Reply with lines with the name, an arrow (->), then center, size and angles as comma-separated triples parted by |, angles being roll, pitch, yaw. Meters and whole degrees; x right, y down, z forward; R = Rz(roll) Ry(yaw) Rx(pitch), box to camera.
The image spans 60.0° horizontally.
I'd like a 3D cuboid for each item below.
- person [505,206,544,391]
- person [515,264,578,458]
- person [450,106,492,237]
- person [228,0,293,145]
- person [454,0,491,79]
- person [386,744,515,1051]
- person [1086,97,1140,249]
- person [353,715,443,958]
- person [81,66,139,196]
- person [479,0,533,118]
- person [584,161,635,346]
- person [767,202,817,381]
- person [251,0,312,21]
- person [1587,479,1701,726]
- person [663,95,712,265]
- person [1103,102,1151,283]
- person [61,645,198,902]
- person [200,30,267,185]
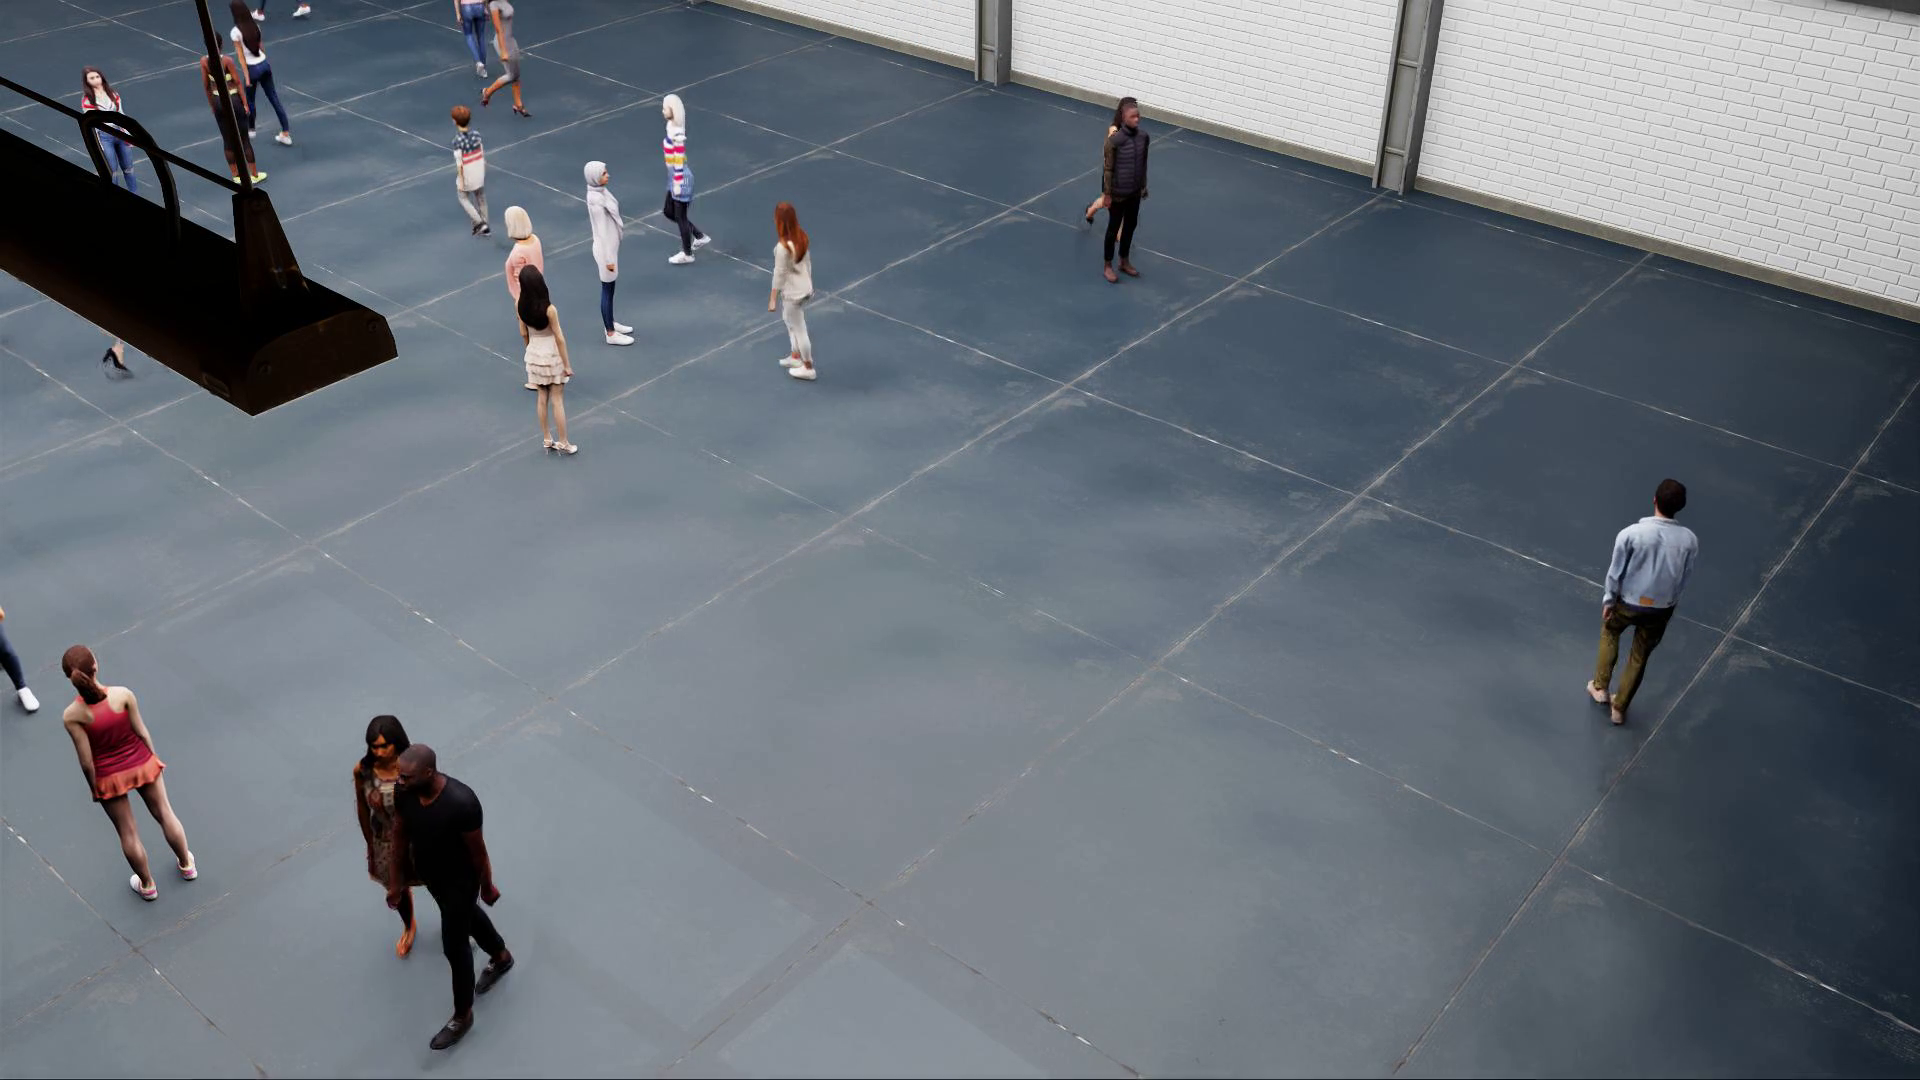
person -> -3.836, -2.164, 14.868 | 0.687, 1.725, 0.684 | 6, 34, 9
person -> -3.451, -1.483, 13.832 | 0.545, 1.737, 0.686 | 14, 36, 20
person -> -5.189, -3.918, 17.773 | 0.565, 1.431, 0.512 | 24, 41, 32
person -> -8.384, -5.594, 20.013 | 1.072, 1.742, 0.799 | 15, 37, 22
person -> -6.483, -7.007, 22.148 | 0.758, 1.731, 0.835 | -13, 36, -19
person -> -2.674, 1.741, 8.931 | 0.966, 1.793, 0.840 | 16, 37, 22
person -> 1.596, -3.870, 17.528 | 0.715, 1.622, 1.027 | -21, 39, -29
person -> -3.071, 1.628, 9.237 | 0.721, 1.644, 0.756 | -6, 34, -8
person -> -9.393, -4.444, 18.399 | 0.496, 1.614, 0.587 | 24, 41, 32
person -> -5.773, -6.146, 20.823 | 0.978, 1.765, 0.875 | 2, 34, 3
person -> -3.331, -2.704, 15.636 | 0.745, 1.775, 0.678 | -4, 34, -6
person -> -1.409, -2.206, 14.959 | 0.746, 1.695, 0.709 | 15, 36, 21
person -> -10.051, -8.483, 24.406 | 1.153, 1.690, 1.140 | -5, 34, -8
person -> 4.464, 0.462, 10.855 | 0.747, 1.793, 0.856 | 9, 35, 13
person -> -2.801, -3.705, 17.118 | 0.869, 1.801, 0.799 | -10, 35, -15
person -> 1.669, -3.534, 16.830 | 0.760, 1.836, 0.673 | -20, 39, -27
person -> -4.820, 1.340, 9.577 | 0.597, 1.747, 0.573 | -26, 41, -33
person -> -8.373, -4.946, 19.027 | 0.633, 1.753, 0.697 | -2, 34, -3
